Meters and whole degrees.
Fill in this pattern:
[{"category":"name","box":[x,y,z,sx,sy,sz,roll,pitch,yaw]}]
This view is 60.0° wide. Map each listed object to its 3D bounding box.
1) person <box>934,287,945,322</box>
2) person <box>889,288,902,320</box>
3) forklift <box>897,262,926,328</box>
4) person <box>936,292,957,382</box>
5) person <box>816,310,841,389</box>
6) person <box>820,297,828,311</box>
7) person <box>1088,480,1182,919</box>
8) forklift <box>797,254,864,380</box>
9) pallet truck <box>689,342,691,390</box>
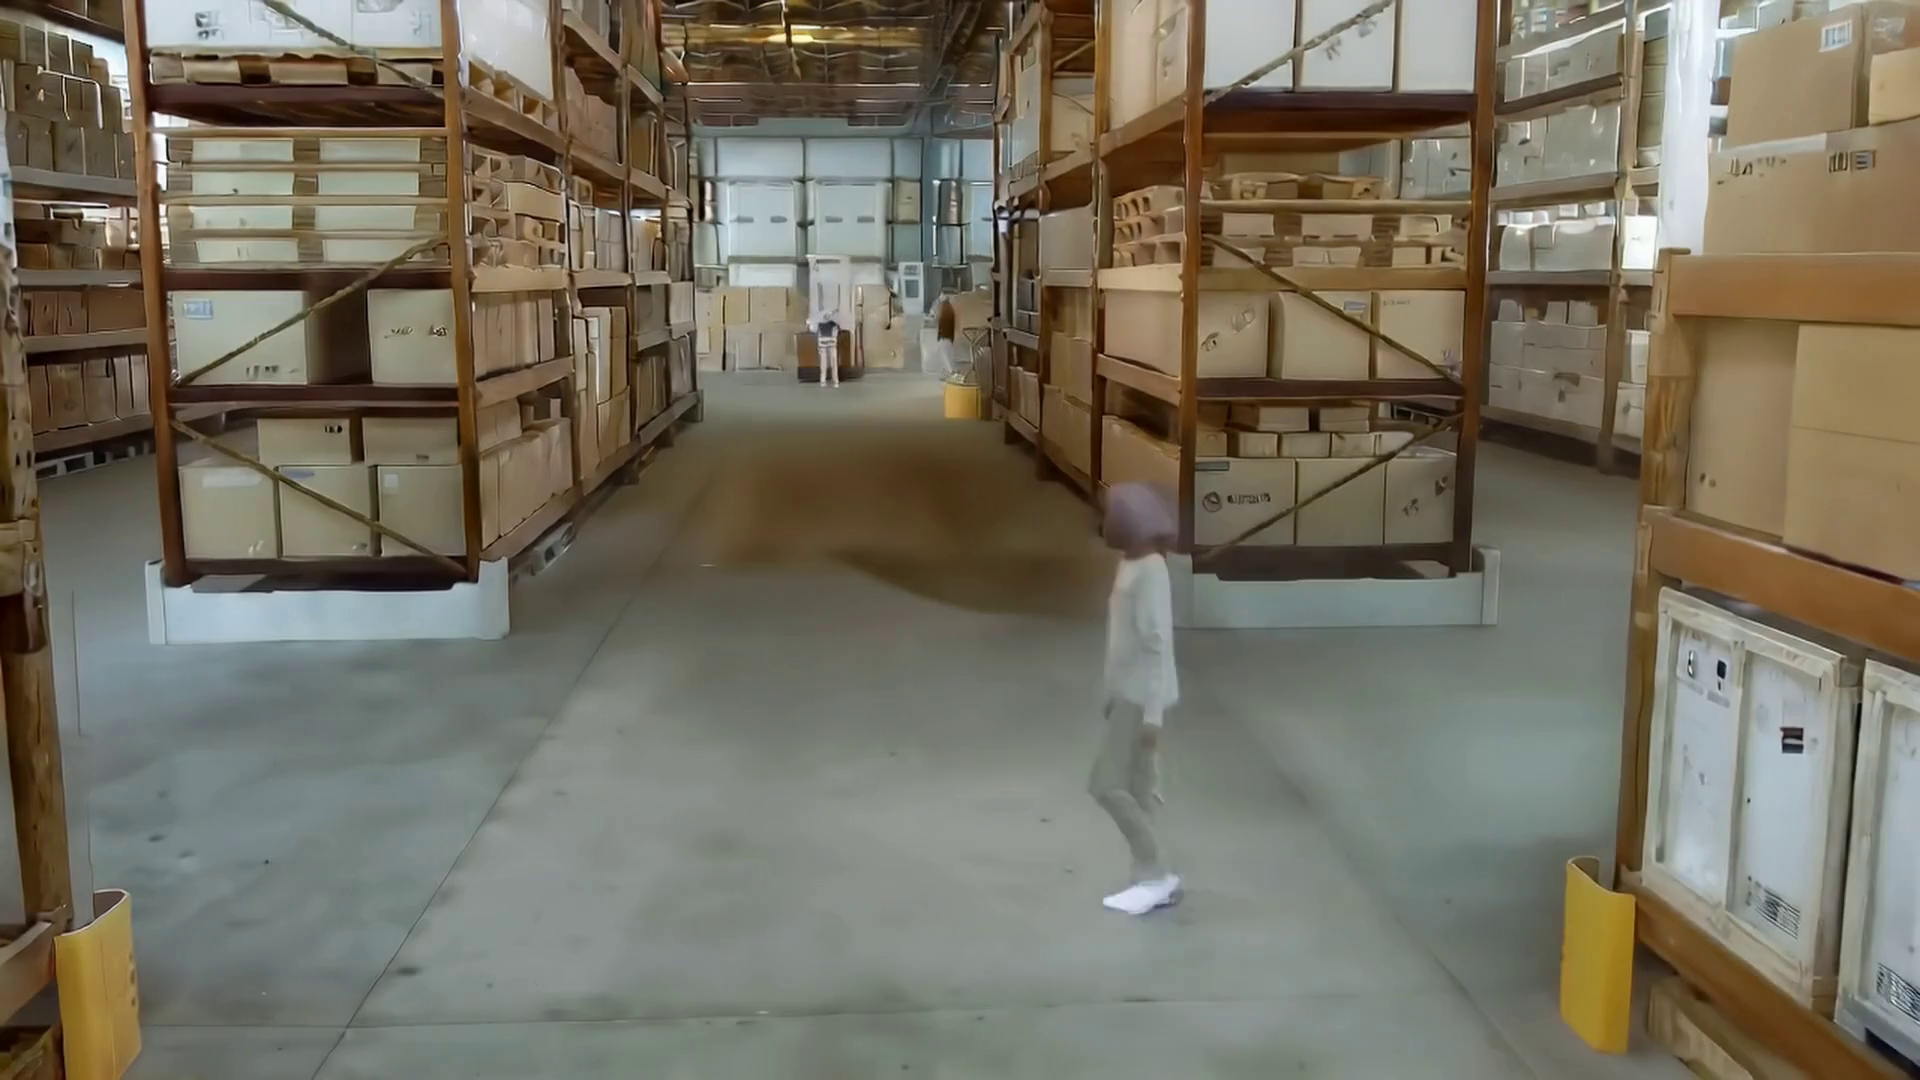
[{"category":"person","box":[-0.643,-8.306,60.970,0.595,1.925,0.375,-1,9,-6]},{"category":"person","box":[-2.309,-7.827,57.969,0.639,1.926,0.367,4,10,24]},{"category":"forklift","box":[-1.779,-8.547,59.498,1.129,2.768,1.873,-1,9,-4]},{"category":"person","box":[-0.269,-4.438,36.517,0.496,1.978,0.620,-3,9,-16]},{"category":"person","box":[-2.721,-3.947,34.484,0.514,1.645,0.309,1,9,3]},{"category":"person","box":[-4.257,-6.916,53.020,0.696,1.675,0.533,3,9,16]},{"category":"person","box":[0.636,0.591,6.065,0.375,1.619,0.522,0,9,-1]},{"category":"forklift","box":[-2.965,-5.066,37.641,1.129,2.768,1.873,2,9,11]},{"category":"pallet truck","box":[-5.225,-3.008,27.480,1.885,1.965,0.823,2,9,14]}]
